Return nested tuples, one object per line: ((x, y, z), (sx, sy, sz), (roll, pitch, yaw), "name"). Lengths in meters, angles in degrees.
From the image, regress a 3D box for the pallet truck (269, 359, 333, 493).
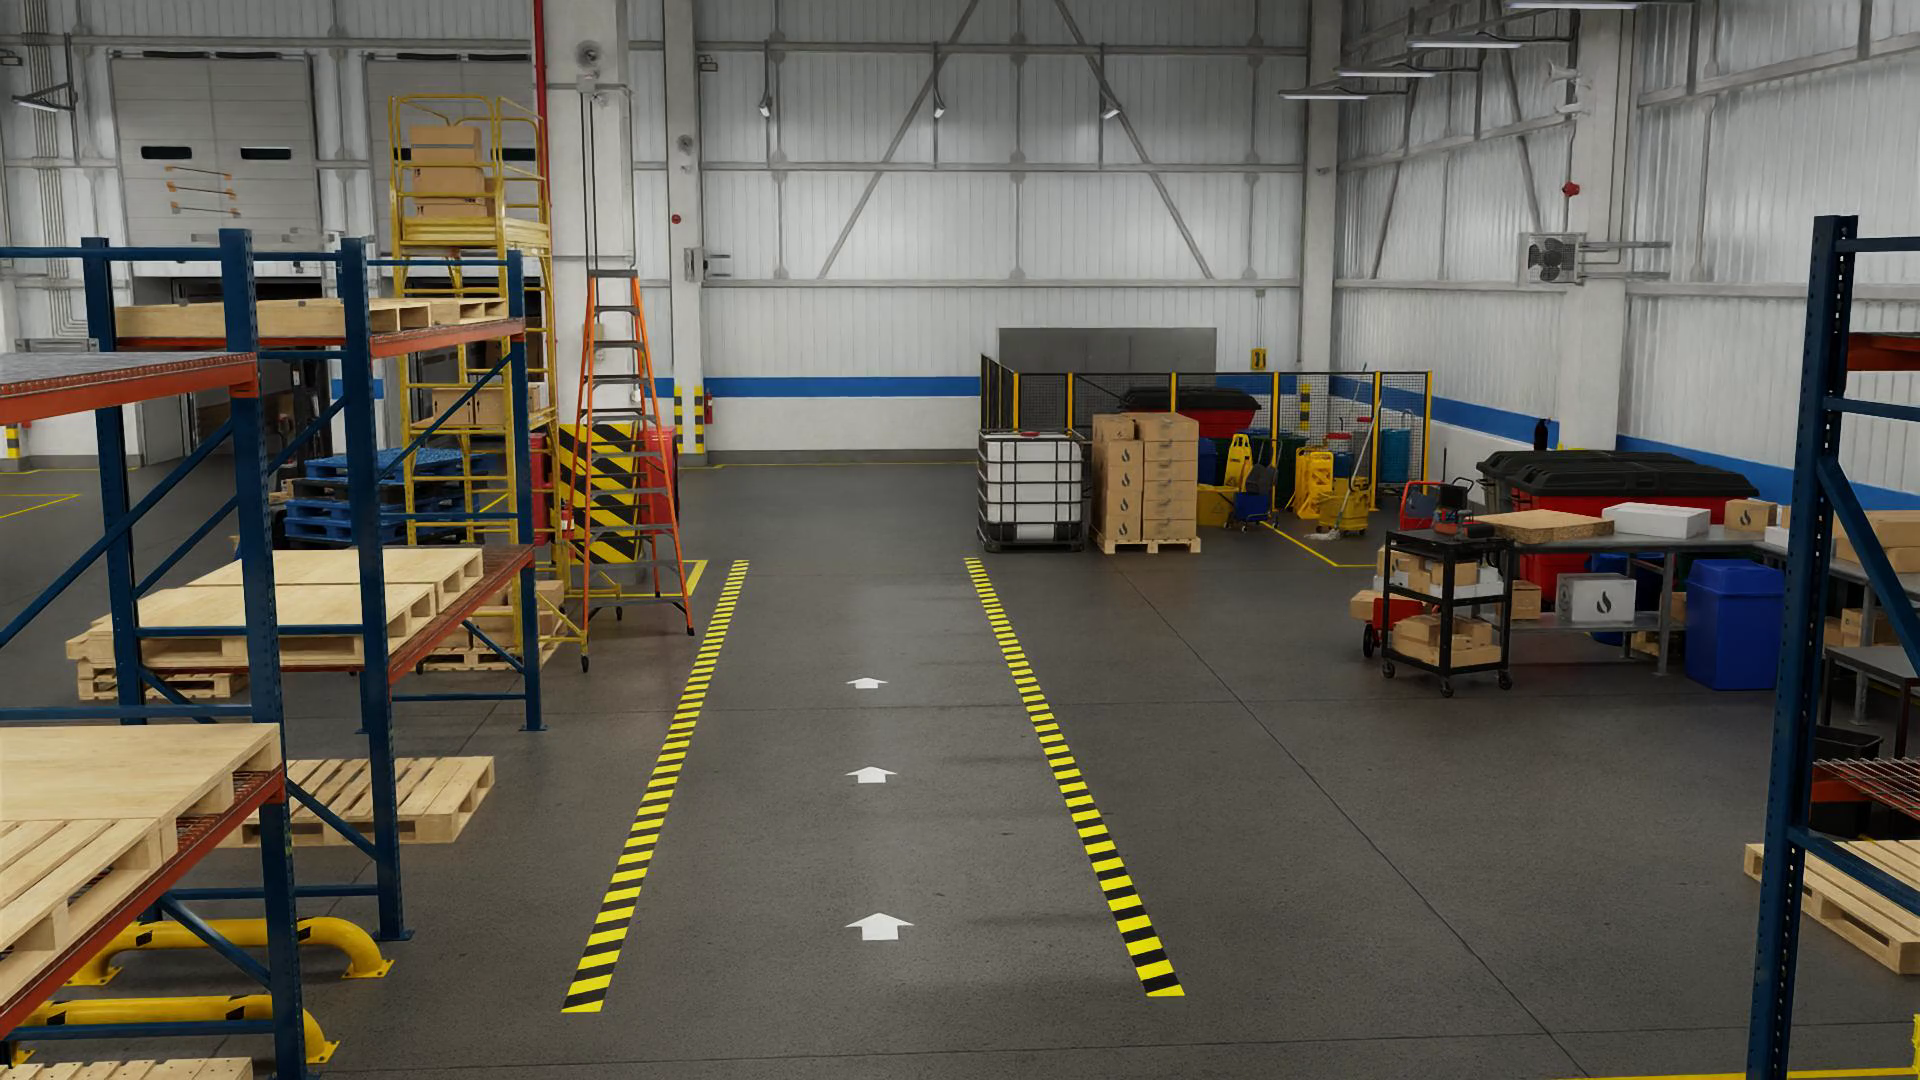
((-7.062, -1.131, 18.996), (1.885, 1.965, 0.823), (2, 9, 13), "pallet truck")
